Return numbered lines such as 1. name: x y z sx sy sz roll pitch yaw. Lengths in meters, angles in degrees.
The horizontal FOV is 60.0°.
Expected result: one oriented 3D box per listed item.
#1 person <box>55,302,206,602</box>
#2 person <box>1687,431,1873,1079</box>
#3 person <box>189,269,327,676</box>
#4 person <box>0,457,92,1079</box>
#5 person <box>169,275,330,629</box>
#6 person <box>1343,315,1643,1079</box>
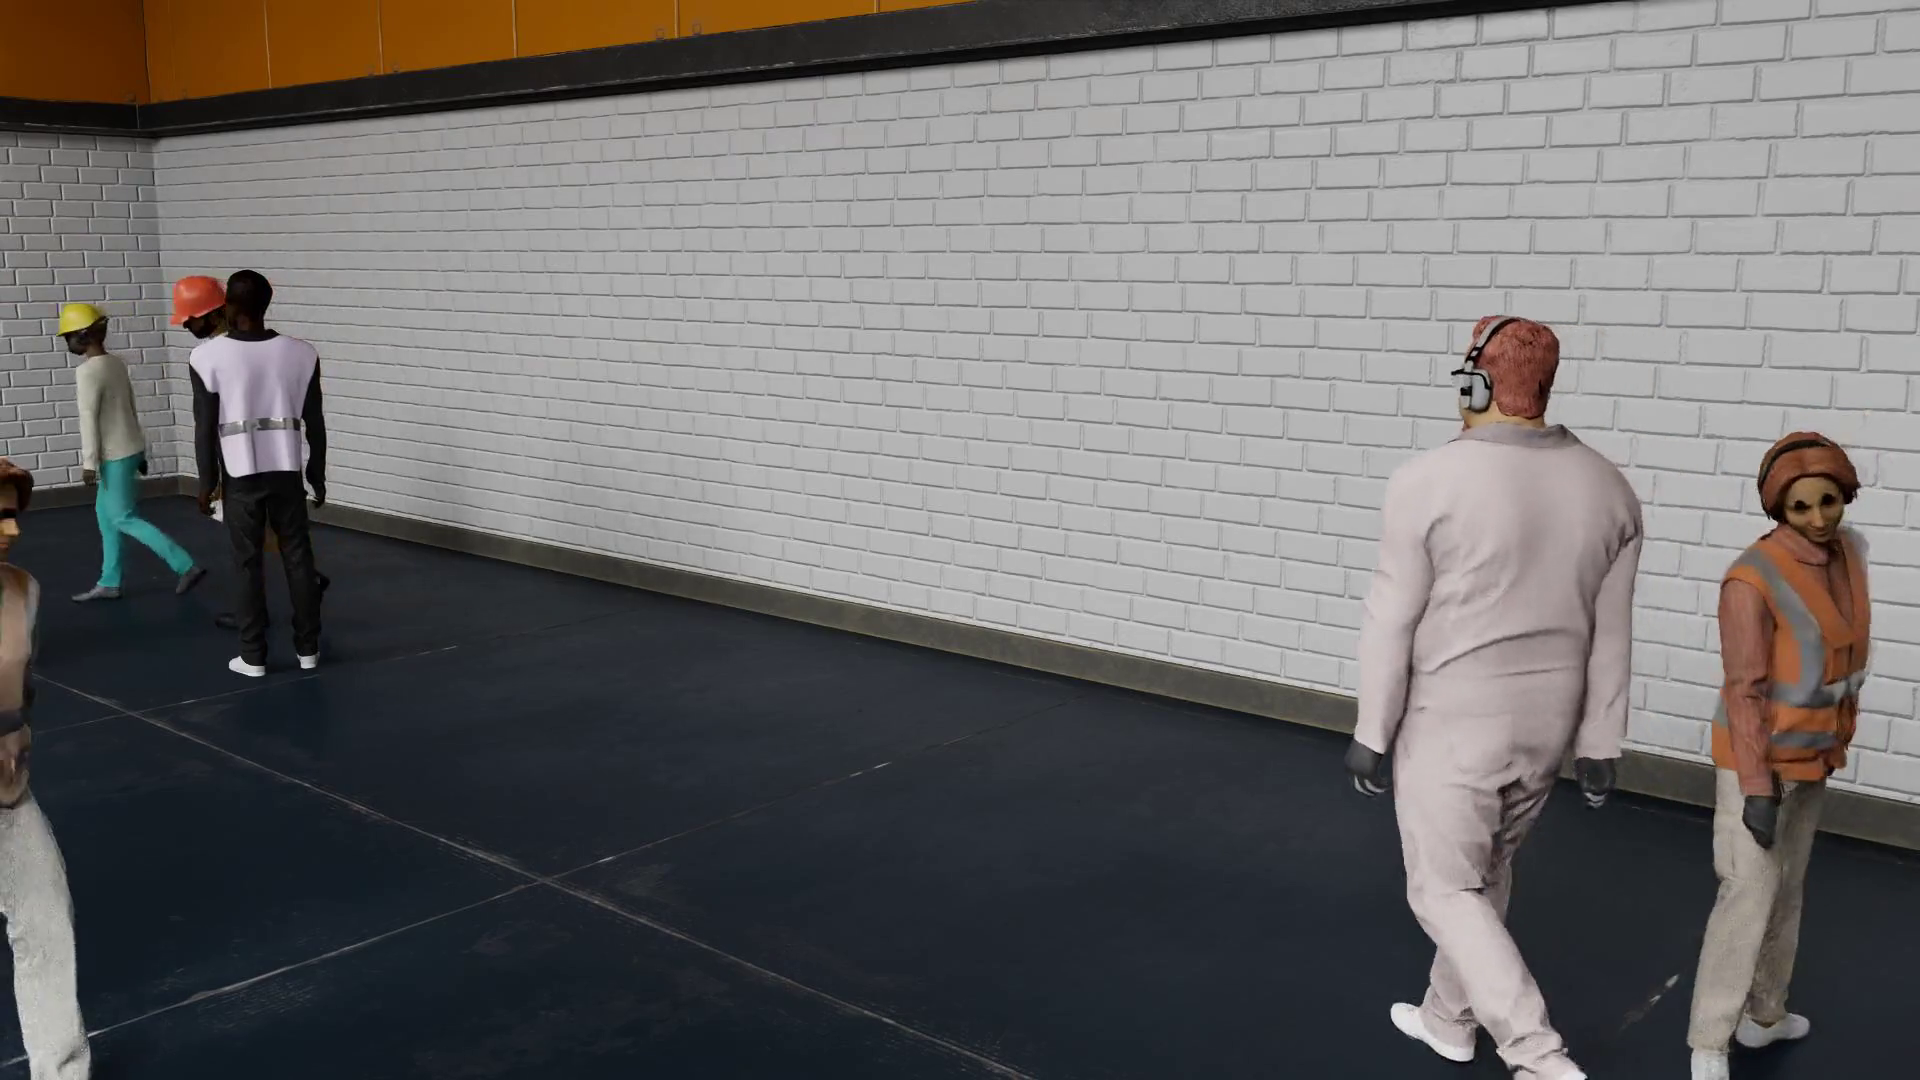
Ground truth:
1. person: -4.711 -0.488 9.451 0.711 1.725 0.532 -2 10 -11
2. person: 1.997 0.529 3.986 0.644 1.611 0.326 -8 13 -37
3. person: -3.305 -0.311 7.892 0.596 1.920 0.379 -7 12 -37
4. person: -2.345 0.584 3.755 0.792 1.587 0.534 3 10 17
5. person: -3.705 -0.431 8.661 0.561 1.884 0.625 2 10 12
6. person: 1.242 0.431 3.809 0.642 1.878 0.838 -4 11 -20
